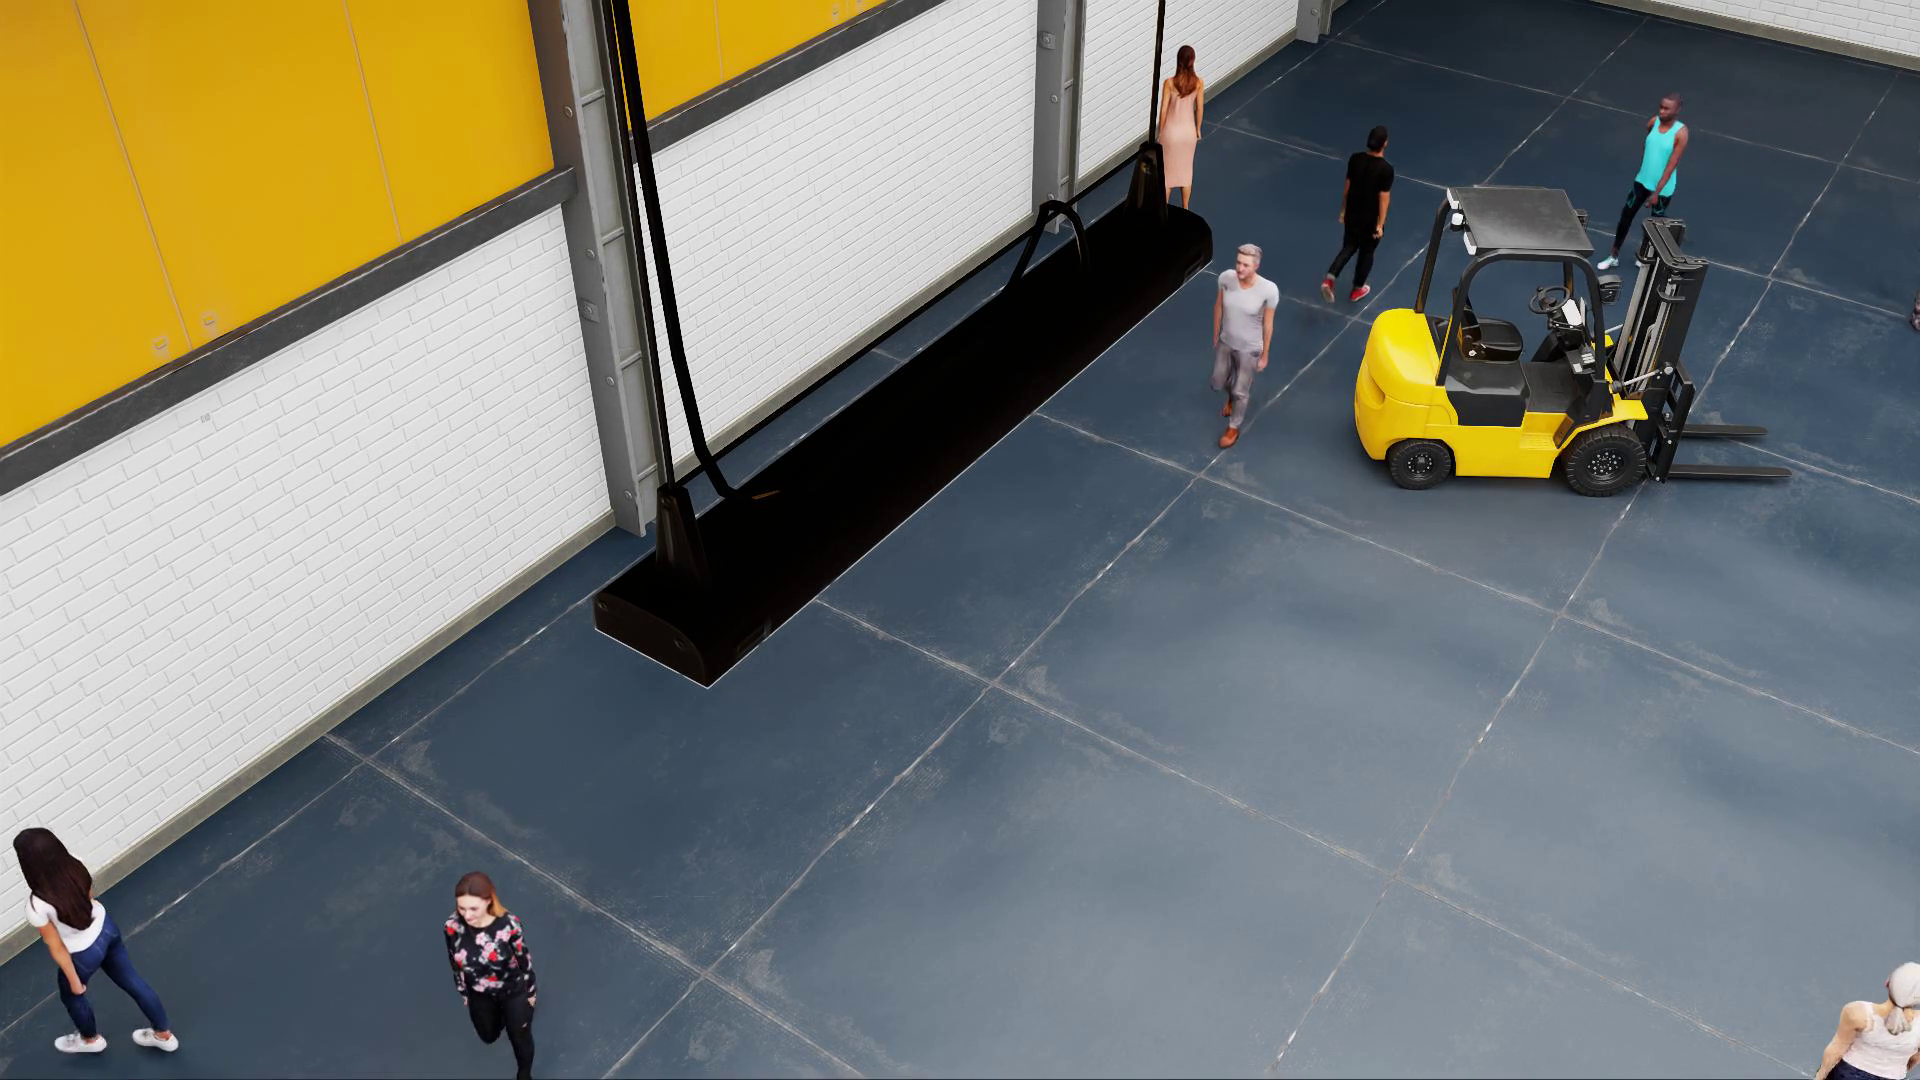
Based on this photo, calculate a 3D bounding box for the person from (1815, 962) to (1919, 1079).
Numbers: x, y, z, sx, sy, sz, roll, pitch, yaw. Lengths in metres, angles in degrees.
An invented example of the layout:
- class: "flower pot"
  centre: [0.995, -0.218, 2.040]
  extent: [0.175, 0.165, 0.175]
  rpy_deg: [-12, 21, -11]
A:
- class: "person"
  centre: [4.409, 2.749, 8.116]
  extent: [0.744, 1.665, 1.227]
  rpy_deg: [16, 41, 19]

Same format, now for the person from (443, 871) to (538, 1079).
- class: "person"
  centre: [-2.389, 2.272, 8.709]
  extent: [0.821, 1.670, 0.923]
  rpy_deg: [0, 39, 0]

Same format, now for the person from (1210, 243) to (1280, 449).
- class: "person"
  centre: [2.323, -1.617, 13.461]
  extent: [0.690, 1.817, 0.793]
  rpy_deg: [23, 44, 26]

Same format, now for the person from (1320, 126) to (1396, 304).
- class: "person"
  centre: [3.633, -2.901, 15.128]
  extent: [0.708, 1.742, 0.951]
  rpy_deg: [31, 48, 33]

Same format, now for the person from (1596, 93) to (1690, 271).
- class: "person"
  centre: [6.645, -3.377, 15.692]
  extent: [1.007, 1.783, 0.798]
  rpy_deg: [-24, 45, -27]

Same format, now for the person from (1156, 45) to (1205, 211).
- class: "person"
  centre: [2.157, -3.996, 16.429]
  extent: [0.668, 1.831, 0.707]
  rpy_deg: [-3, 39, -3]

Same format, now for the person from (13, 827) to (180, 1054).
- class: "person"
  centre: [-4.508, 2.167, 8.773]
  extent: [0.882, 1.755, 0.915]
  rpy_deg: [6, 39, 7]
